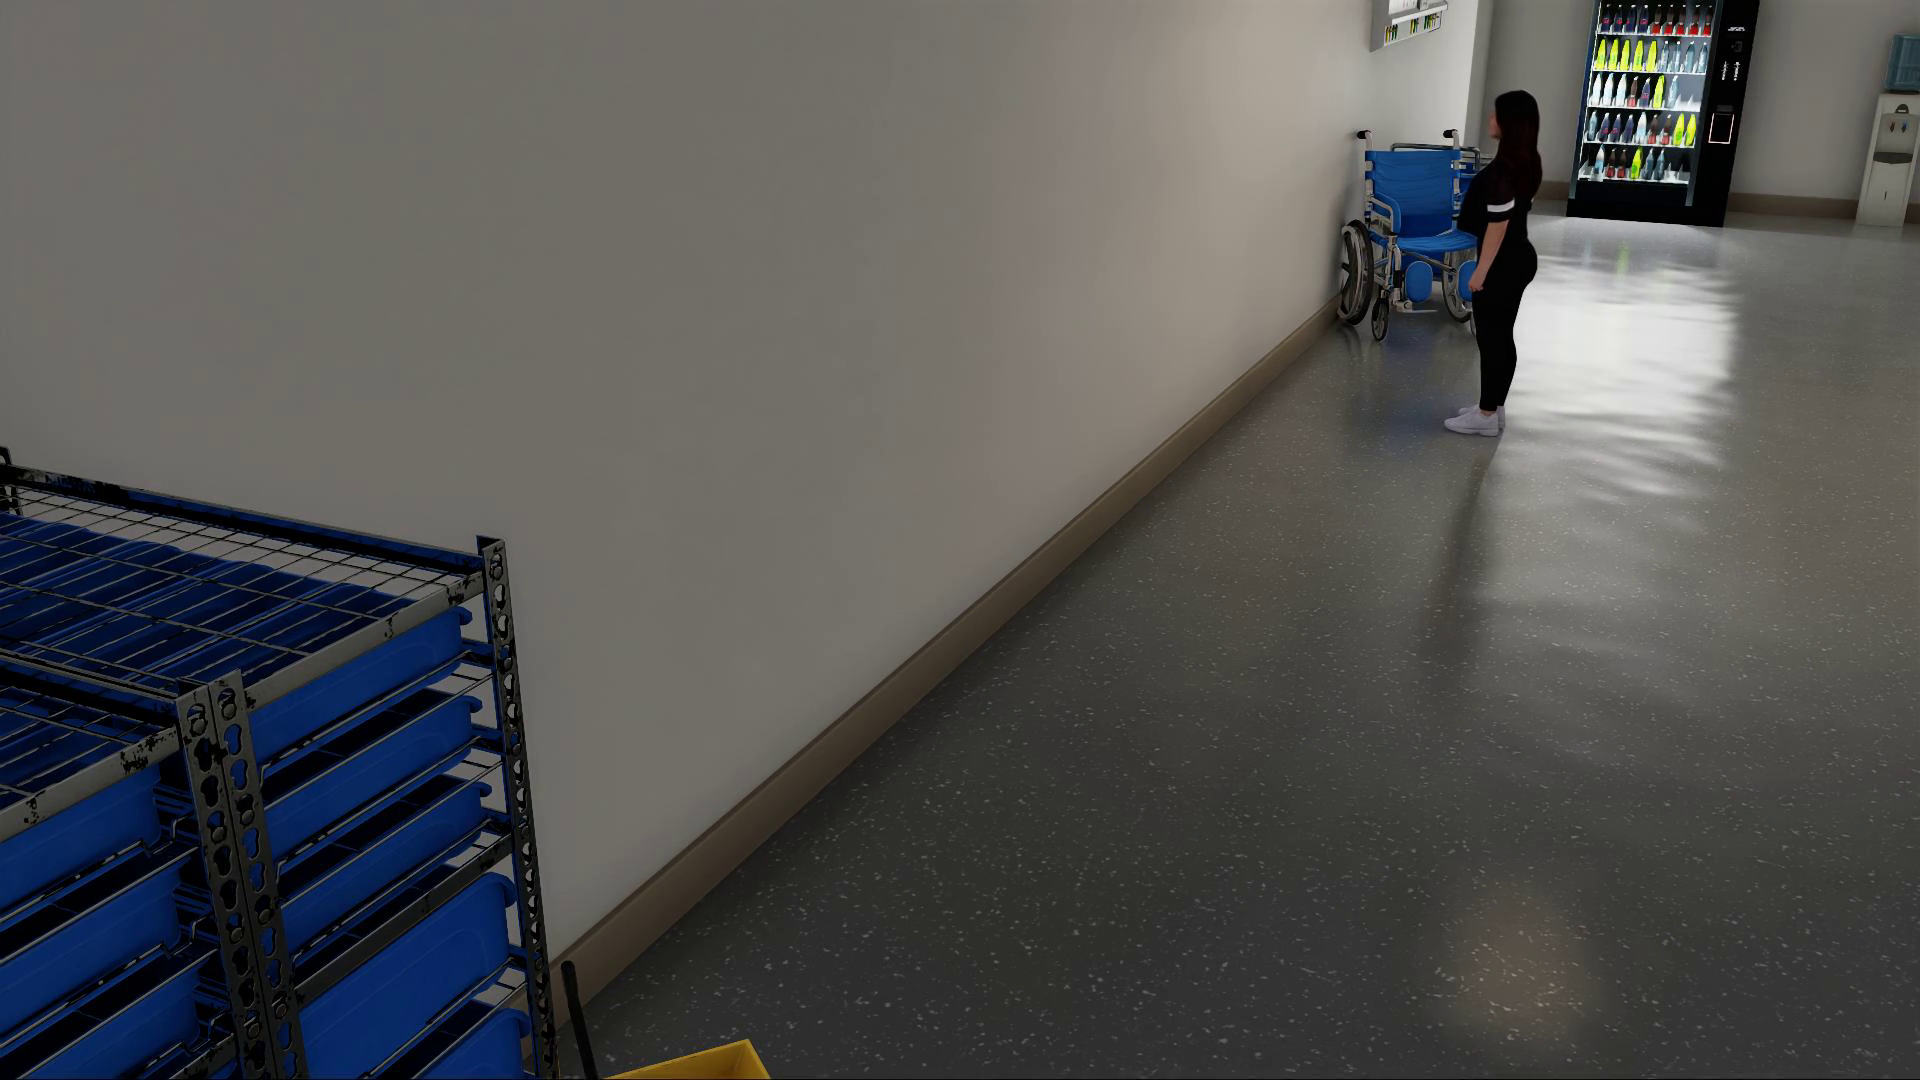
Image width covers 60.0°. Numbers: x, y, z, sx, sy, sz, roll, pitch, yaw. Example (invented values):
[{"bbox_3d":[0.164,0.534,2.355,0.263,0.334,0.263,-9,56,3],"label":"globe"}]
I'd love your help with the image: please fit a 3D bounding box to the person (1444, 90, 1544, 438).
[{"bbox_3d":[2.590,-1.317,7.962,0.633,1.640,0.643,14,25,33],"label":"person"}]
